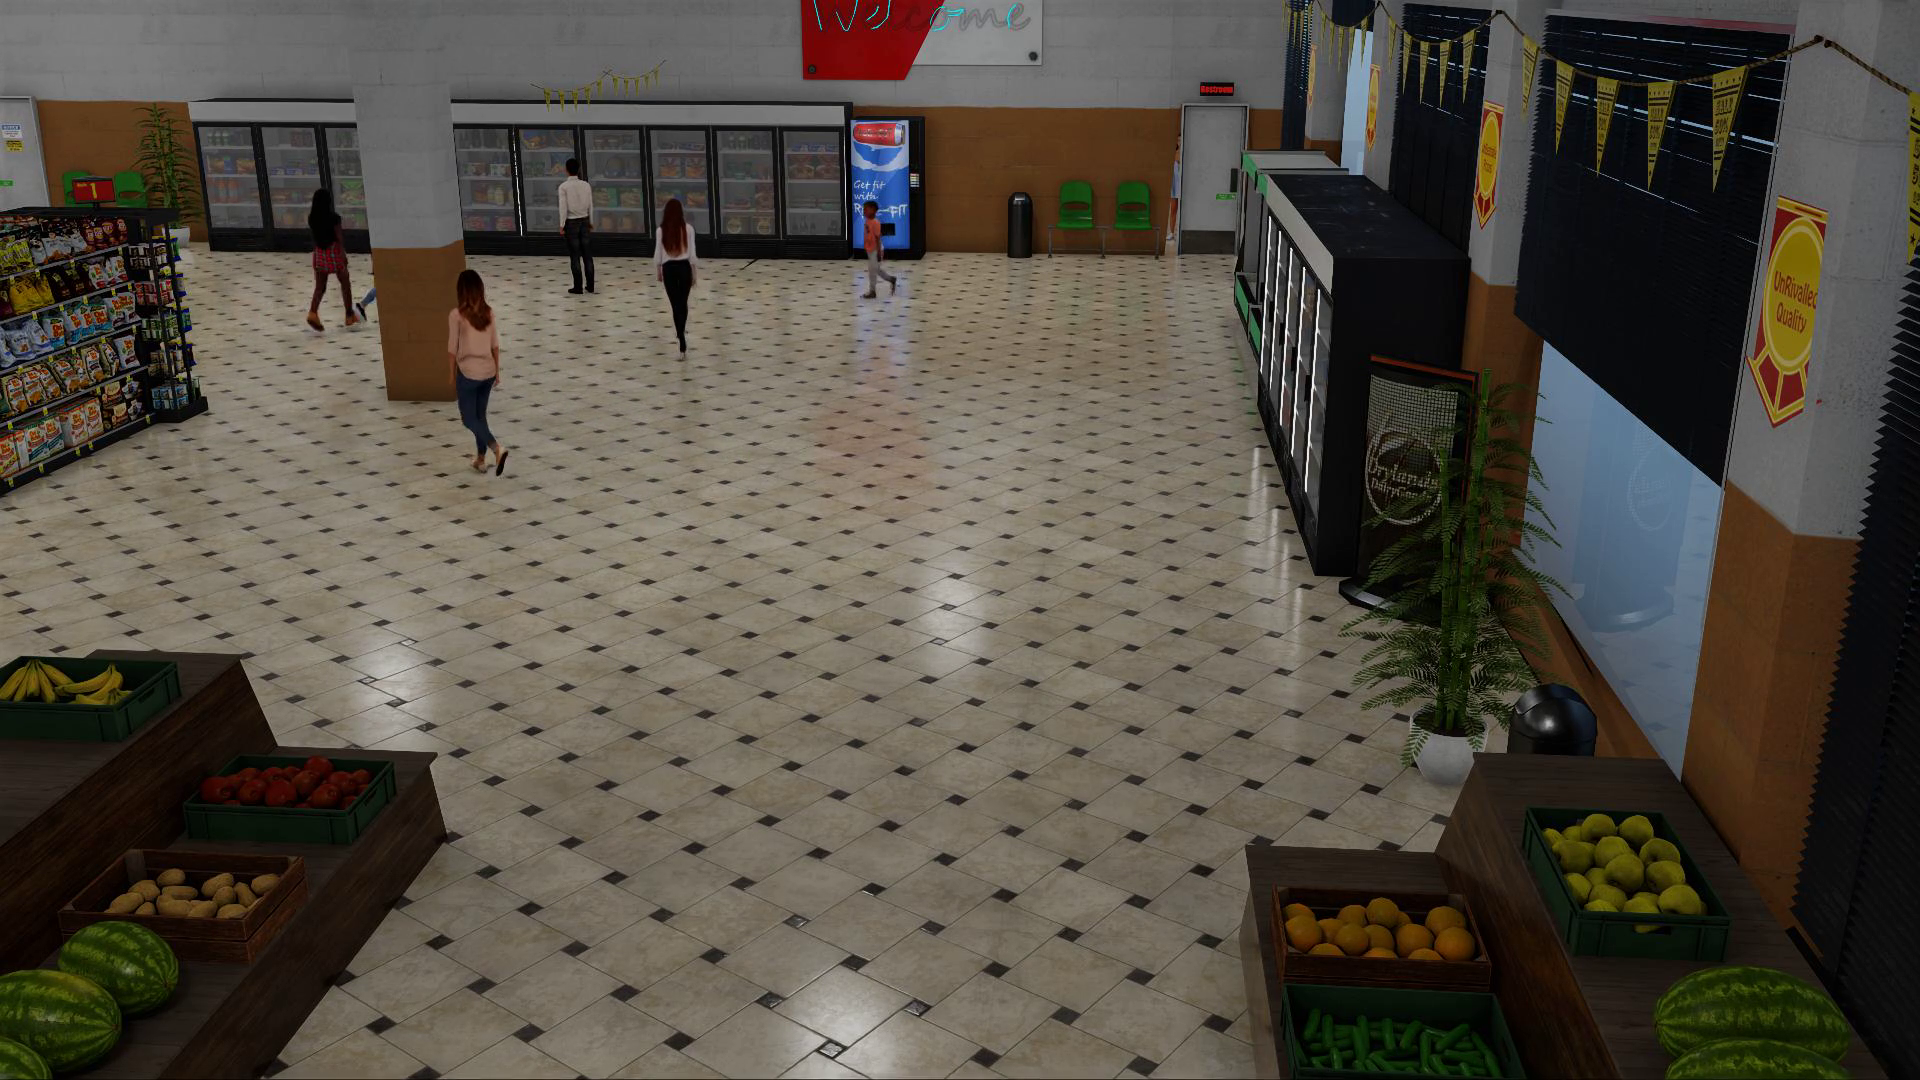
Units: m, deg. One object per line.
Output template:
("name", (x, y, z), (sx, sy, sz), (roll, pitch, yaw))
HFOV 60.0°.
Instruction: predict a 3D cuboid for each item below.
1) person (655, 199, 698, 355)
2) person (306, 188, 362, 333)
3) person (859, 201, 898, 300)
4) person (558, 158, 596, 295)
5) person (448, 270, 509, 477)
("person", (-3.198, -2.934, 18.824), (0.887, 1.705, 1.215), (-5, 19, -14))
("person", (-7.652, -3.327, 20.027), (0.640, 1.682, 1.208), (3, 19, 8))
("person", (-1.079, -3.891, 22.312), (0.848, 1.290, 0.858), (-11, 21, -29))
("person", (-5.203, -4.267, 22.611), (0.733, 1.811, 0.789), (-14, 23, -37))
("person", (-4.073, -1.375, 14.096), (0.992, 1.772, 1.015), (-17, 25, -41))
